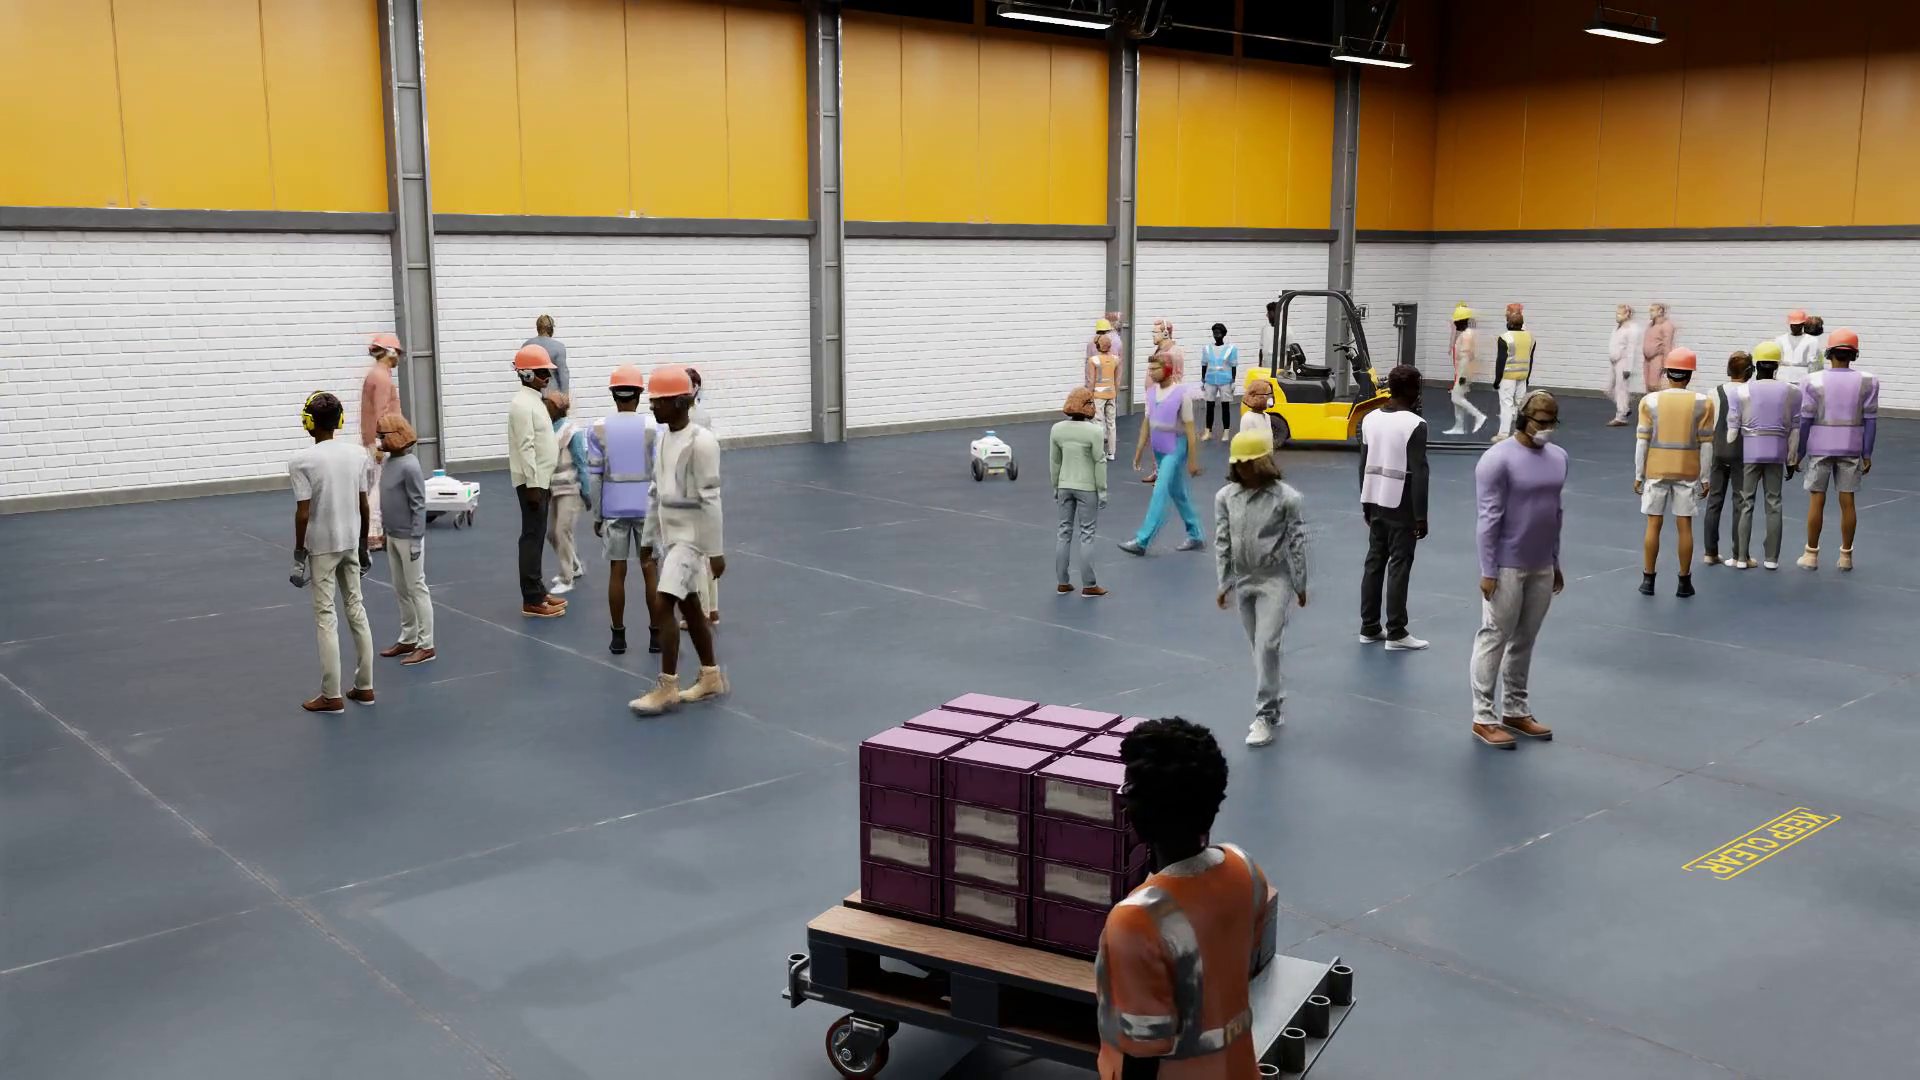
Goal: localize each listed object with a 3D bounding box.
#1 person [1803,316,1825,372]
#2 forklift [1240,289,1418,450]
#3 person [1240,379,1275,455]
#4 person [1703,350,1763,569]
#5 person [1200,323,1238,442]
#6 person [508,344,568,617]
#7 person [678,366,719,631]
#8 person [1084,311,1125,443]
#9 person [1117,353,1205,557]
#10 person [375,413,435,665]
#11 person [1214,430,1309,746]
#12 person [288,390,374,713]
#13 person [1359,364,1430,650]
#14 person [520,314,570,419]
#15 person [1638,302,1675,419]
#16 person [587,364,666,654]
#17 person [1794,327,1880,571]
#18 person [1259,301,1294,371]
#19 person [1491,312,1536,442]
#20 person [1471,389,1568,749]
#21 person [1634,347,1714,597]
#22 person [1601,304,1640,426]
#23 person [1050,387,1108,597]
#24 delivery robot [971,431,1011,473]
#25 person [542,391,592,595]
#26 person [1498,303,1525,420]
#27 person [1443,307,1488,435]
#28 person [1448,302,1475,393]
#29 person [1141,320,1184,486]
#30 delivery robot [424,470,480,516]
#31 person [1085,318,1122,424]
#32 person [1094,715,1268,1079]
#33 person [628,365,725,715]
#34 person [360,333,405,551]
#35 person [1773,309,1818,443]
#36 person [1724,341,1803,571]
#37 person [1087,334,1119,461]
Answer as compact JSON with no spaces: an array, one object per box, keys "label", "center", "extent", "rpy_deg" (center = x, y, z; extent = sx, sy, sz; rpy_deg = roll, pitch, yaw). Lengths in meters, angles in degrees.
[{"label":"person","center":[11.919,-2.265,23.515],"extent":[0.930,1.806,0.636],"rpy_deg":[4,11,24]},{"label":"forklift","center":[5.034,-2.339,22.783],"extent":[2.313,2.155,1.214],"rpy_deg":[3,10,16]},{"label":"person","center":[2.450,-0.511,13.721],"extent":[0.284,1.633,0.500],"rpy_deg":[5,11,28]},{"label":"person","center":[6.543,-0.678,14.079],"extent":[0.350,1.847,0.506],"rpy_deg":[-8,12,-39]},{"label":"person","center":[3.667,-2.231,23.607],"extent":[0.540,1.696,0.317],"rpy_deg":[5,11,25]},{"label":"person","center":[-3.113,-0.435,12.221],"extent":[0.380,1.995,0.611],"rpy_deg":[-1,10,-8]},{"label":"person","center":[-1.894,-0.285,11.727],"extent":[0.309,1.863,0.535],"rpy_deg":[1,10,9]},{"label":"person","center":[2.007,-2.294,23.487],"extent":[0.634,1.870,0.669],"rpy_deg":[-3,10,-19]},{"label":"person","center":[1.810,-0.753,14.706],"extent":[0.990,1.783,0.575],"rpy_deg":[-5,11,-26]},{"label":"person","center":[-3.616,-0.010,10.787],"extent":[0.270,1.632,0.504],"rpy_deg":[-8,13,-41]},{"label":"person","center":[1.608,0.248,9.054],"extent":[0.490,1.699,0.694],"rpy_deg":[8,12,39]},{"label":"person","center":[-3.646,0.070,9.632],"extent":[0.328,1.872,0.514],"rpy_deg":[6,12,33]},{"label":"person","center":[2.913,-0.221,11.191],"extent":[0.373,1.916,0.596],"rpy_deg":[-5,11,-26]},{"label":"person","center":[-4.981,-1.745,20.053],"extent":[0.637,1.938,0.355],"rpy_deg":[3,10,19]},{"label":"person","center":[11.208,-2.881,26.819],"extent":[0.453,1.897,0.666],"rpy_deg":[-1,10,-9]},{"label":"person","center":[-2.179,-0.200,11.037],"extent":[0.542,1.930,0.366],"rpy_deg":[-1,10,-5]},{"label":"person","center":[7.325,-0.755,13.948],"extent":[0.605,2.045,0.377],"rpy_deg":[3,10,16]},{"label":"person","center":[4.711,-2.588,24.907],"extent":[0.368,1.965,0.609],"rpy_deg":[-8,13,-40]},{"label":"person","center":[7.824,-2.300,23.580],"extent":[0.625,1.846,0.429],"rpy_deg":[-4,11,-23]},{"label":"person","center":[3.032,0.151,8.992],"extent":[0.635,1.932,0.388],"rpy_deg":[-6,11,-30]},{"label":"person","center":[5.530,-0.525,12.915],"extent":[0.551,1.934,0.373],"rpy_deg":[4,11,23]},{"label":"person","center":[10.234,-2.704,25.794],"extent":[0.425,1.891,0.674],"rpy_deg":[-1,10,-3]},{"label":"person","center":[0.926,-0.373,12.914],"extent":[0.497,1.633,0.283],"rpy_deg":[7,12,36]},{"label":"delivery robot","center":[0.367,-1.046,19.733],"extent":[0.477,0.478,0.707],"rpy_deg":[-2,10,-13]},{"label":"person","center":[-3.093,-0.382,13.064],"extent":[0.516,1.605,0.504],"rpy_deg":[7,12,35]},{"label":"person","center":[8.924,-2.866,26.810],"extent":[0.343,1.883,0.602],"rpy_deg":[2,10,9]},{"label":"person","center":[7.414,-2.464,24.362],"extent":[0.534,1.903,0.603],"rpy_deg":[2,10,12]},{"label":"person","center":[9.635,-3.690,31.971],"extent":[0.523,1.760,0.329],"rpy_deg":[-3,10,-17]},{"label":"person","center":[2.320,-1.572,19.134],"extent":[0.405,1.906,0.653],"rpy_deg":[-2,10,-13]},{"label":"delivery robot","center":[-5.060,-0.443,16.204],"extent":[0.707,0.478,0.477],"rpy_deg":[0,10,0]},{"label":"person","center":[2.007,-2.230,23.403],"extent":[0.533,1.765,0.330],"rpy_deg":[3,10,19]},{"label":"person","center":[0.453,1.203,3.502],"extent":[0.317,1.696,0.540],"rpy_deg":[7,12,34]},{"label":"person","center":[-1.706,0.003,9.609],"extent":[0.824,2.008,0.628],"rpy_deg":[-7,12,-34]},{"label":"person","center":[-5.242,-0.895,15.071],"extent":[0.544,1.950,0.722],"rpy_deg":[-4,11,-23]},{"label":"person","center":[11.277,-2.162,22.543],"extent":[0.549,1.928,0.482],"rpy_deg":[7,12,34]},{"label":"person","center":[6.716,-0.699,13.966],"extent":[0.584,1.927,0.367],"rpy_deg":[2,10,10]},{"label":"person","center":[1.825,-1.811,21.317],"extent":[0.515,1.641,0.309],"rpy_deg":[-7,12,-36]}]
